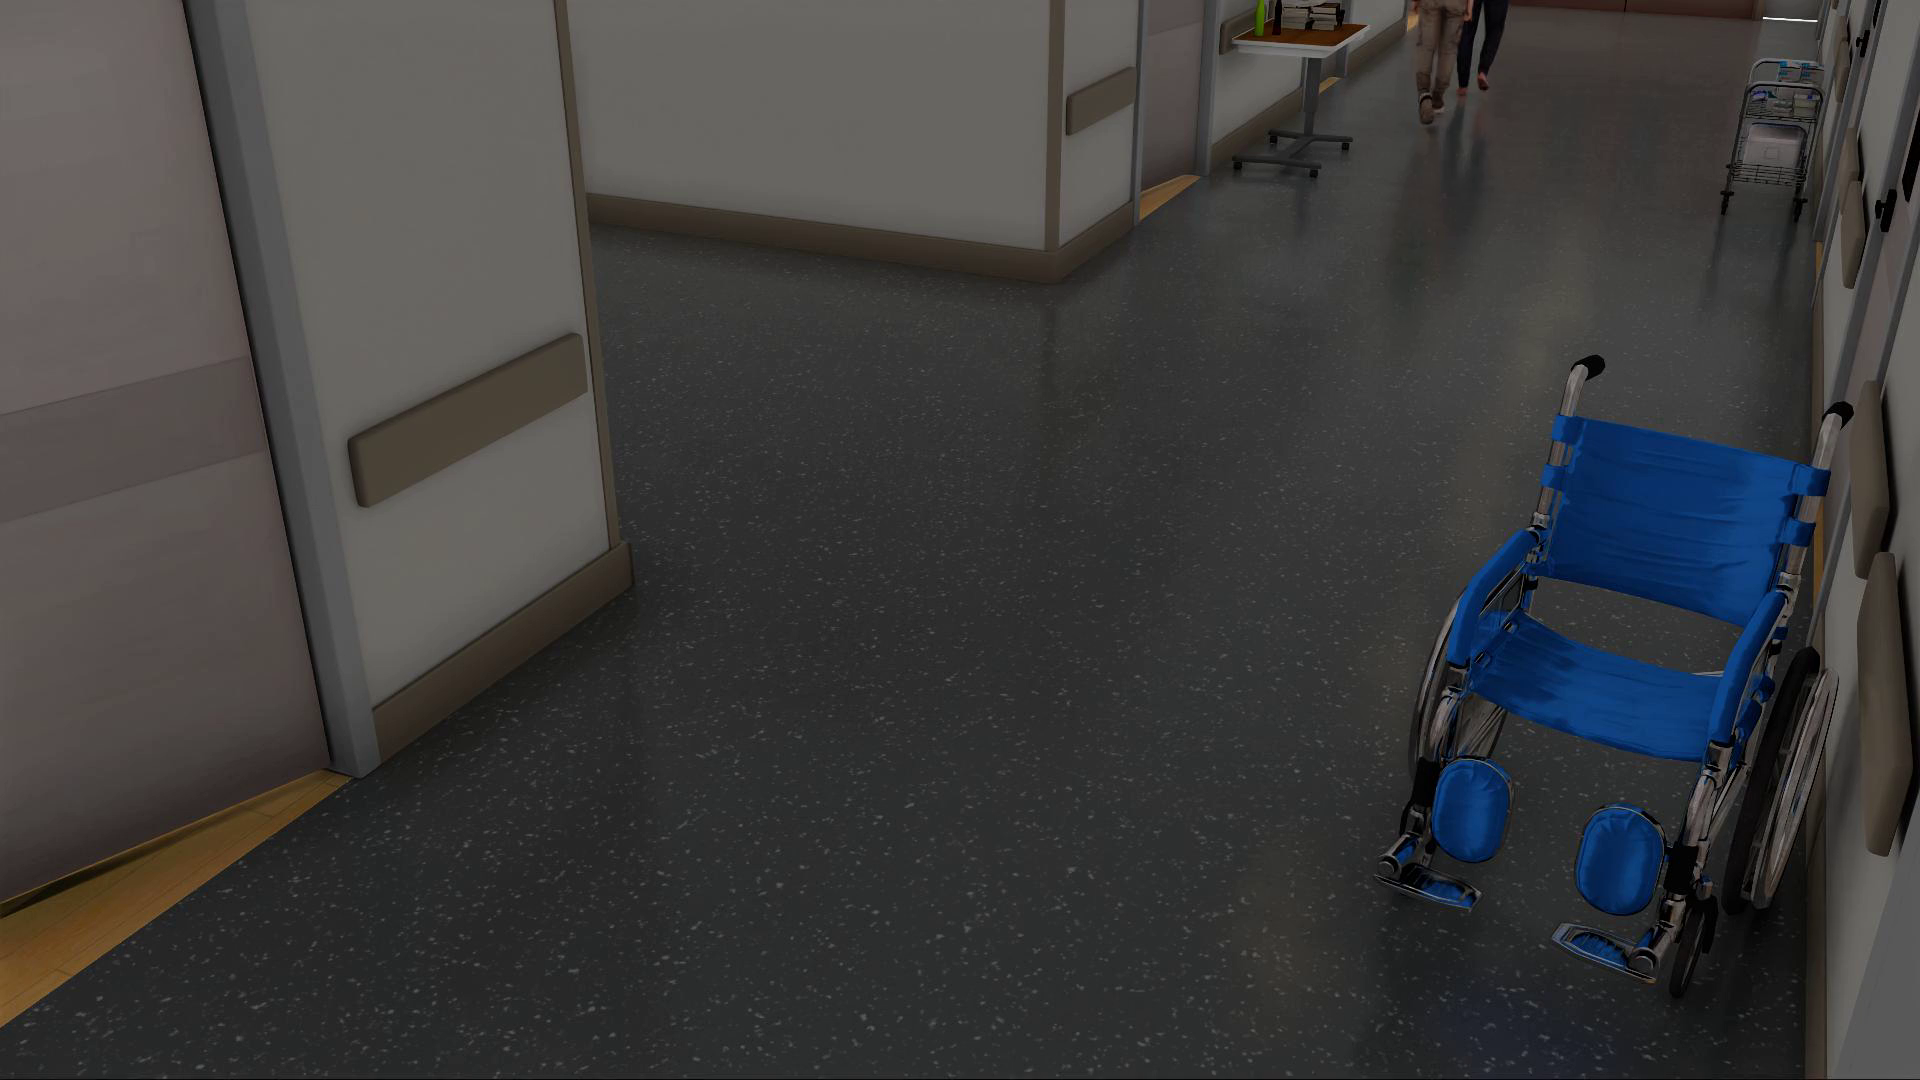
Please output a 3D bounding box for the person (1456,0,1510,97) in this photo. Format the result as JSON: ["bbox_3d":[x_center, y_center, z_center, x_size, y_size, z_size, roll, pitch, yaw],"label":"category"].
[{"bbox_3d":[3.909,-4.185,12.400,0.678,1.718,0.651,7,27,15],"label":"person"}]

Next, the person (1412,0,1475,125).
[{"bbox_3d":[3.358,-3.727,11.560,0.679,1.623,1.102,8,27,15],"label":"person"}]
